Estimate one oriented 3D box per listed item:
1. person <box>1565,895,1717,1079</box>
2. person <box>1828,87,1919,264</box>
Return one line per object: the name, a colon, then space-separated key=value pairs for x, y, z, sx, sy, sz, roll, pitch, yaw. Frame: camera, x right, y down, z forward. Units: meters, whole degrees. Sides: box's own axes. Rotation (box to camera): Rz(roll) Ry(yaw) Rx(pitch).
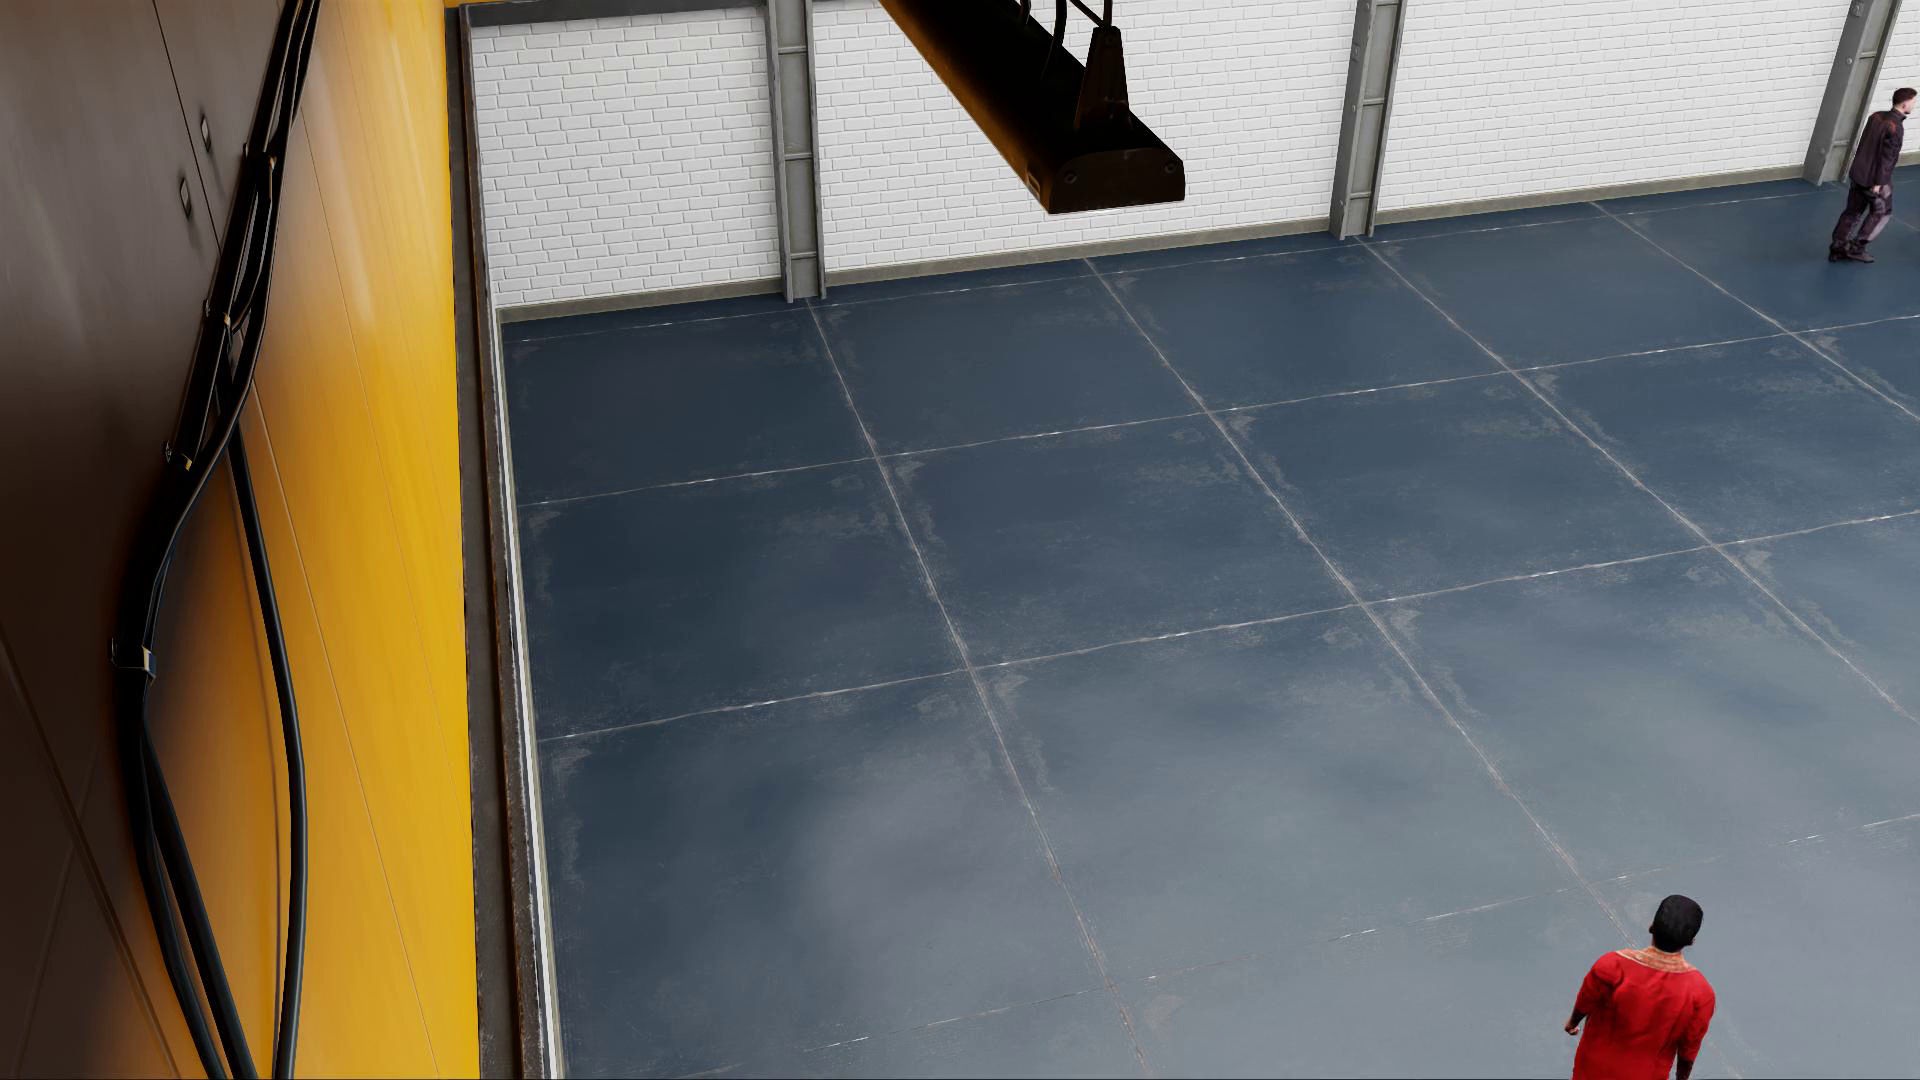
person: x=3.070 y=2.456 z=7.624 sx=0.889 sy=1.860 sz=0.940 roll=8 pitch=34 yaw=11
person: x=9.190 y=-3.704 z=16.914 sx=0.740 sy=1.834 sz=0.751 roll=-4 pitch=34 yaw=-6
